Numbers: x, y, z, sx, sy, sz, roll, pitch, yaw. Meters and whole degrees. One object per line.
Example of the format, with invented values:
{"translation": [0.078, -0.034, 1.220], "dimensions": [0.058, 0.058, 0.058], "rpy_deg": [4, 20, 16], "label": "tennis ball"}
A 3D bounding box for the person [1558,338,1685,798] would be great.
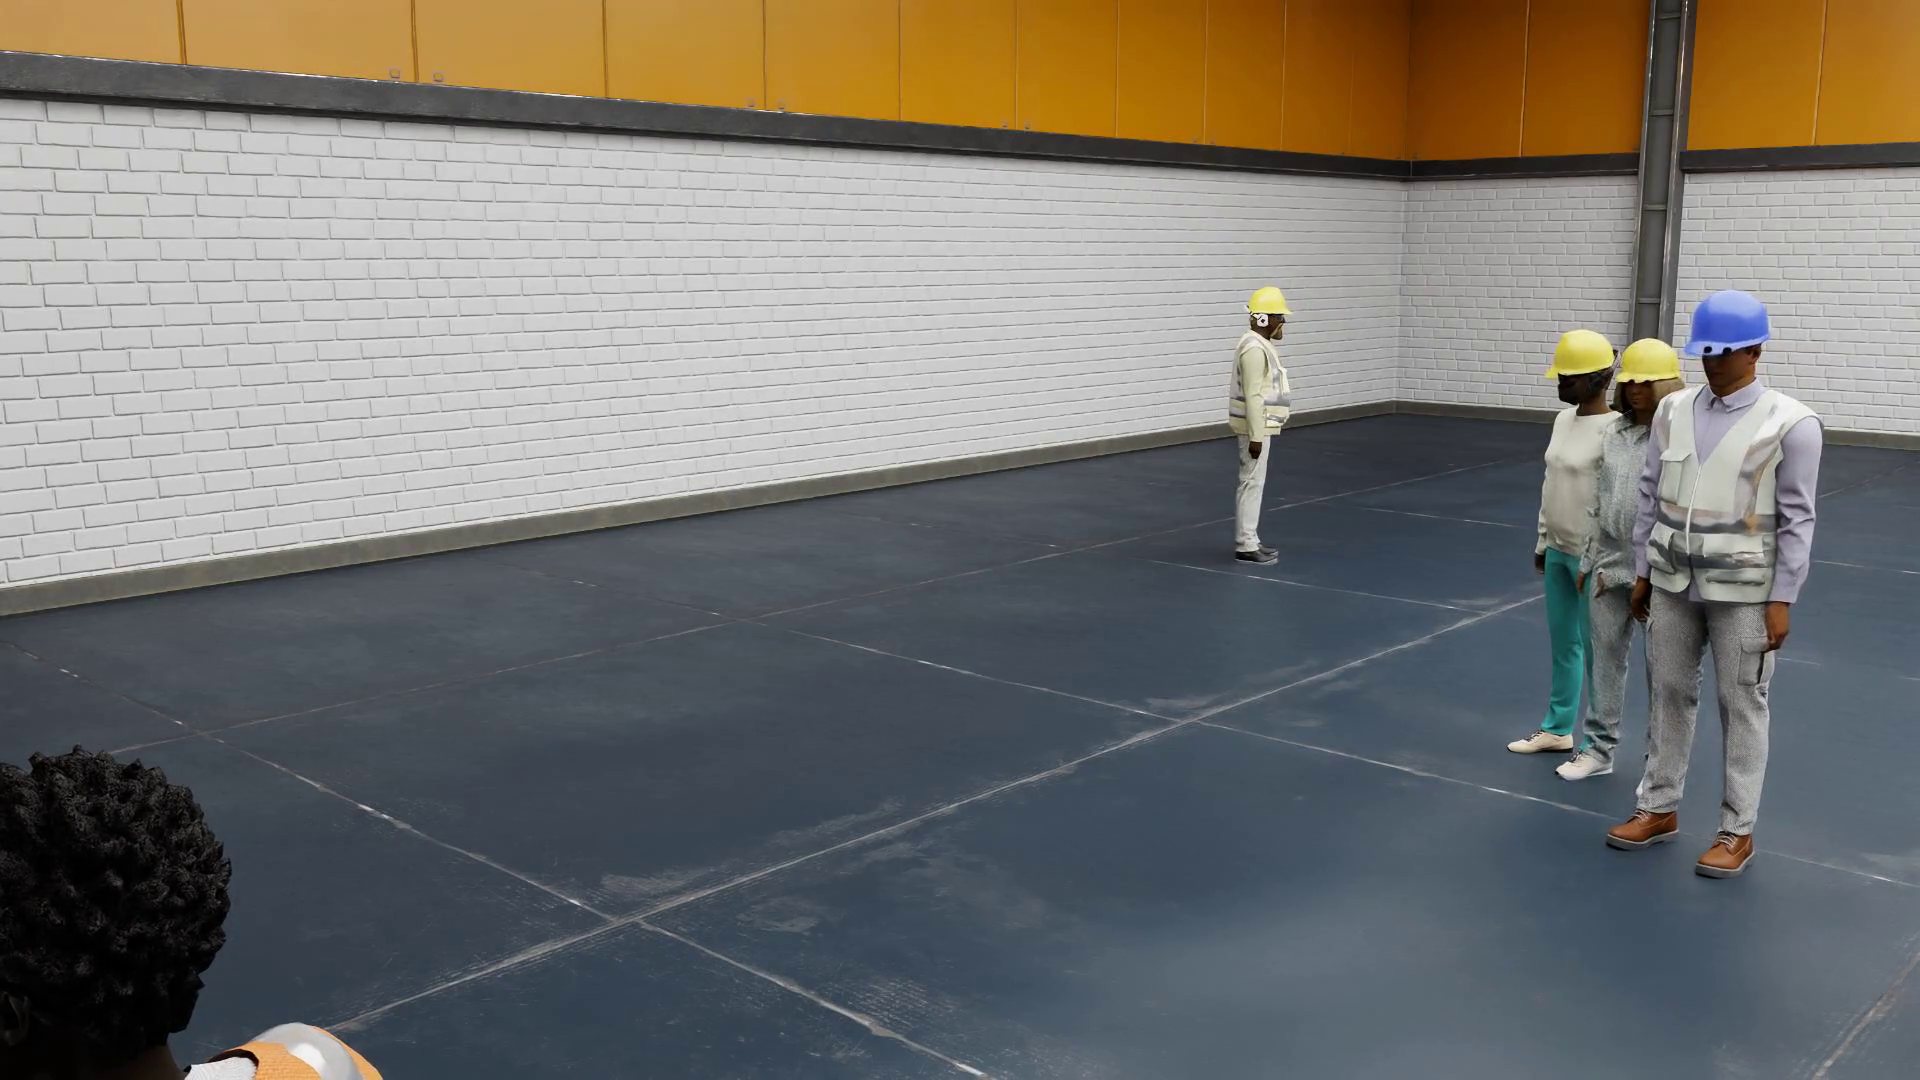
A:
{"translation": [2.568, 0.110, 6.308], "dimensions": [0.325, 1.740, 0.492], "rpy_deg": [-9, 13, -41], "label": "person"}

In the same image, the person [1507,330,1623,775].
{"translation": [2.440, 0.053, 6.587], "dimensions": [0.328, 1.760, 0.523], "rpy_deg": [-2, 10, -13], "label": "person"}

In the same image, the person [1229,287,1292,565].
{"translation": [1.974, -0.749, 10.966], "dimensions": [0.403, 1.827, 0.589], "rpy_deg": [2, 10, 11], "label": "person"}

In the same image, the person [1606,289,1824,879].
{"translation": [2.513, 0.142, 5.554], "dimensions": [0.394, 1.942, 0.601], "rpy_deg": [-7, 12, -34], "label": "person"}

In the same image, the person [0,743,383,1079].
{"translation": [-0.654, 0.998, 1.400], "dimensions": [0.320, 1.694, 0.532], "rpy_deg": [3, 10, 18], "label": "person"}
